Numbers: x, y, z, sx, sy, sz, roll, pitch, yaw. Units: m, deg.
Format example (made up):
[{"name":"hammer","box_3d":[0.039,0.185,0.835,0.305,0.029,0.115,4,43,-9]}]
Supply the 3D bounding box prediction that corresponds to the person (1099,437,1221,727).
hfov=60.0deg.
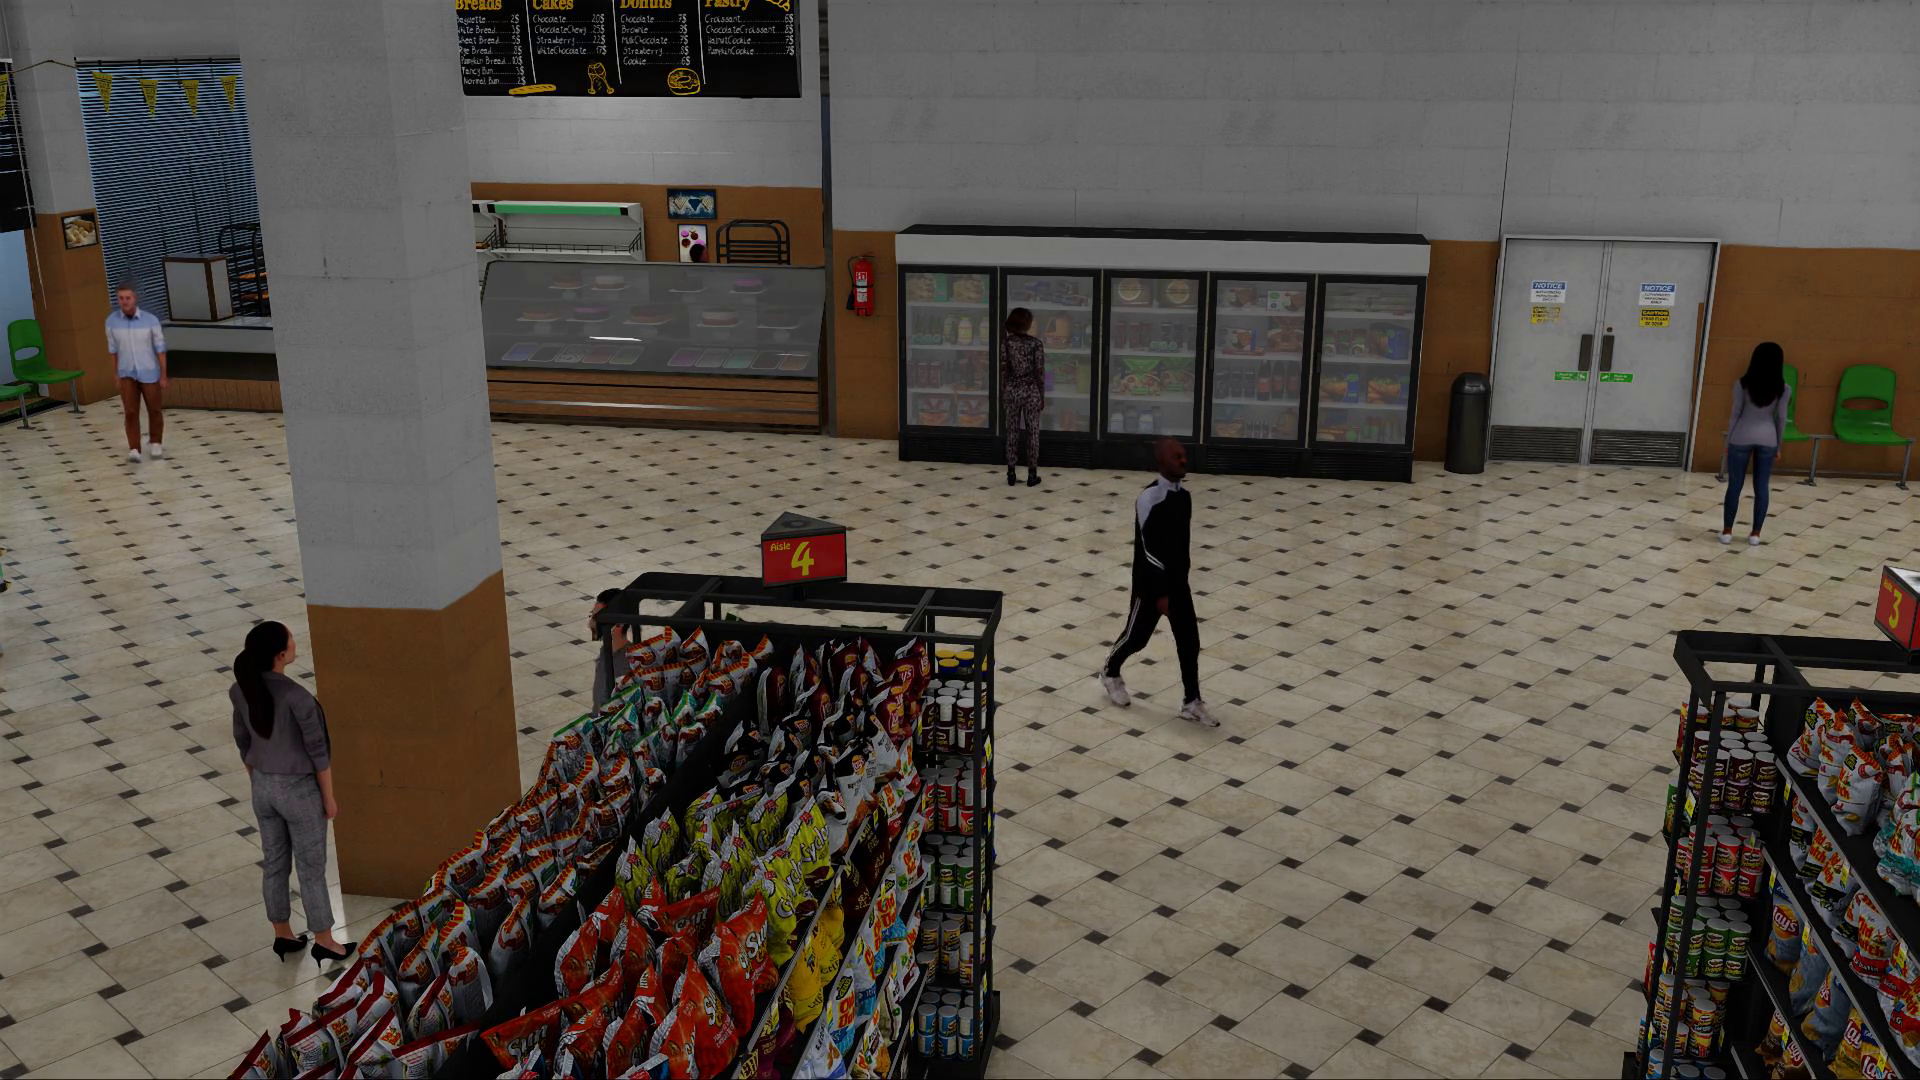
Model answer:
[{"name":"person","box_3d":[1.186,0.240,10.469,1.181,1.802,1.191,-14,22,-38]}]

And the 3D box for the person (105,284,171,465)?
[{"name":"person","box_3d":[-8.295,-1.691,16.848,1.016,1.790,1.194,-5,18,-17]}]

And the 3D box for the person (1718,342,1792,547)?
[{"name":"person","box_3d":[6.700,-0.810,14.037,0.612,1.737,0.542,5,18,15]}]

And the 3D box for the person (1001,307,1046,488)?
[{"name":"person","box_3d":[0.592,-1.373,15.933,0.584,1.714,0.541,4,17,14]}]

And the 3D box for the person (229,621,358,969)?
[{"name":"person","box_3d":[-3.081,1.170,7.618,0.650,1.678,0.631,6,18,18]}]
